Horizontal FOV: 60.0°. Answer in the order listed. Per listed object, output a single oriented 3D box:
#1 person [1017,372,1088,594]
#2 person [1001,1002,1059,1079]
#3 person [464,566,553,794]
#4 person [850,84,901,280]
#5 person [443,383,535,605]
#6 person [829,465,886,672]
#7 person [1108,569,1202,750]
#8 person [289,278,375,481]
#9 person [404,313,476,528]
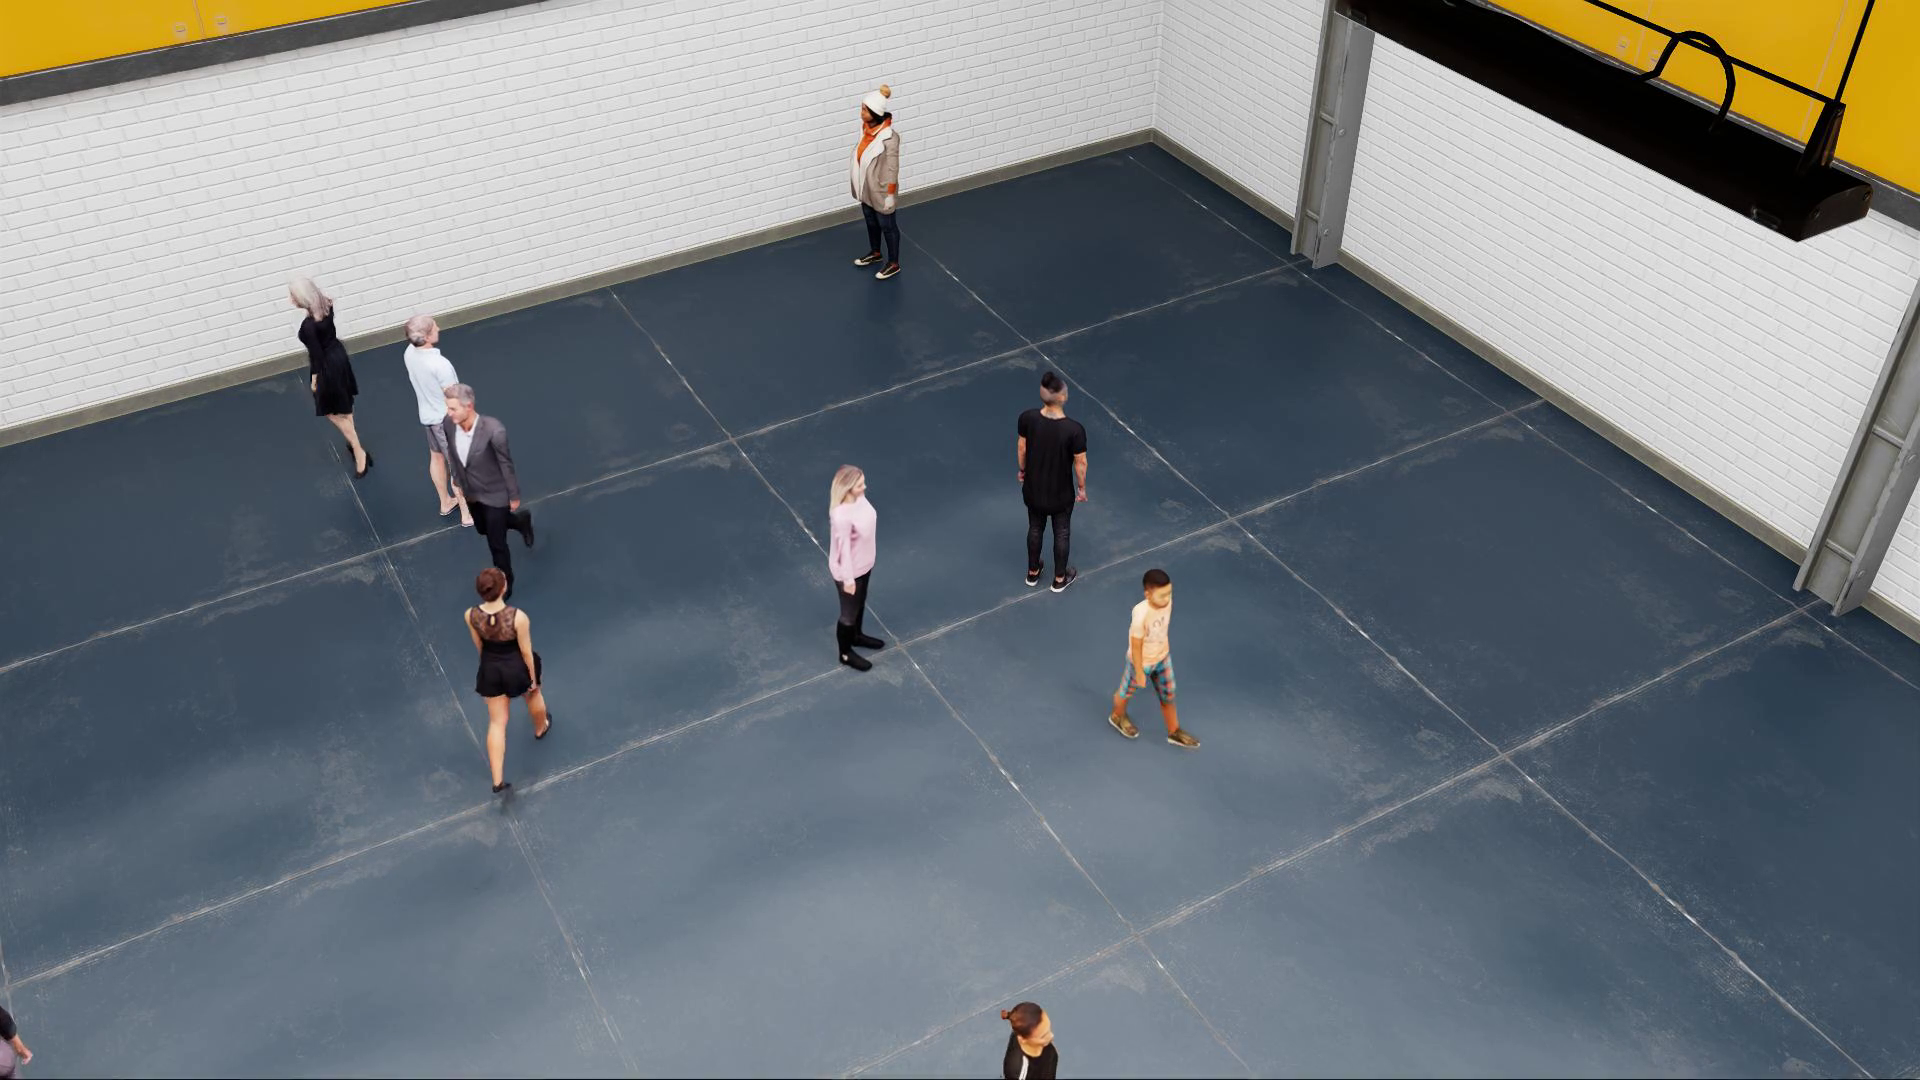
[{"bbox_3d":[0.657,-0.437,12.089,0.740,1.867,0.840,15,41,18],"label":"person"},{"bbox_3d":[0.246,2.783,8.227,0.978,1.655,0.919,10,40,12],"label":"person"},{"bbox_3d":[-2.923,0.888,10.607,0.945,1.646,1.152,0,39,1],"label":"person"},{"bbox_3d":[-0.766,-3.418,15.804,0.779,1.889,0.641,-26,45,-29],"label":"person"},{"bbox_3d":[-3.400,-0.403,12.096,1.165,1.804,1.175,14,41,17],"label":"person"},{"bbox_3d":[-0.759,0.166,11.478,0.744,1.686,0.684,10,40,12],"label":"person"},{"bbox_3d":[1.180,0.739,10.958,0.934,1.439,0.687,32,48,34],"label":"person"},{"bbox_3d":[-5.048,-1.373,13.366,0.942,1.735,0.792,8,39,10],"label":"person"},{"bbox_3d":[-3.977,-0.929,12.734,0.622,1.831,0.793,27,46,29],"label":"person"}]
